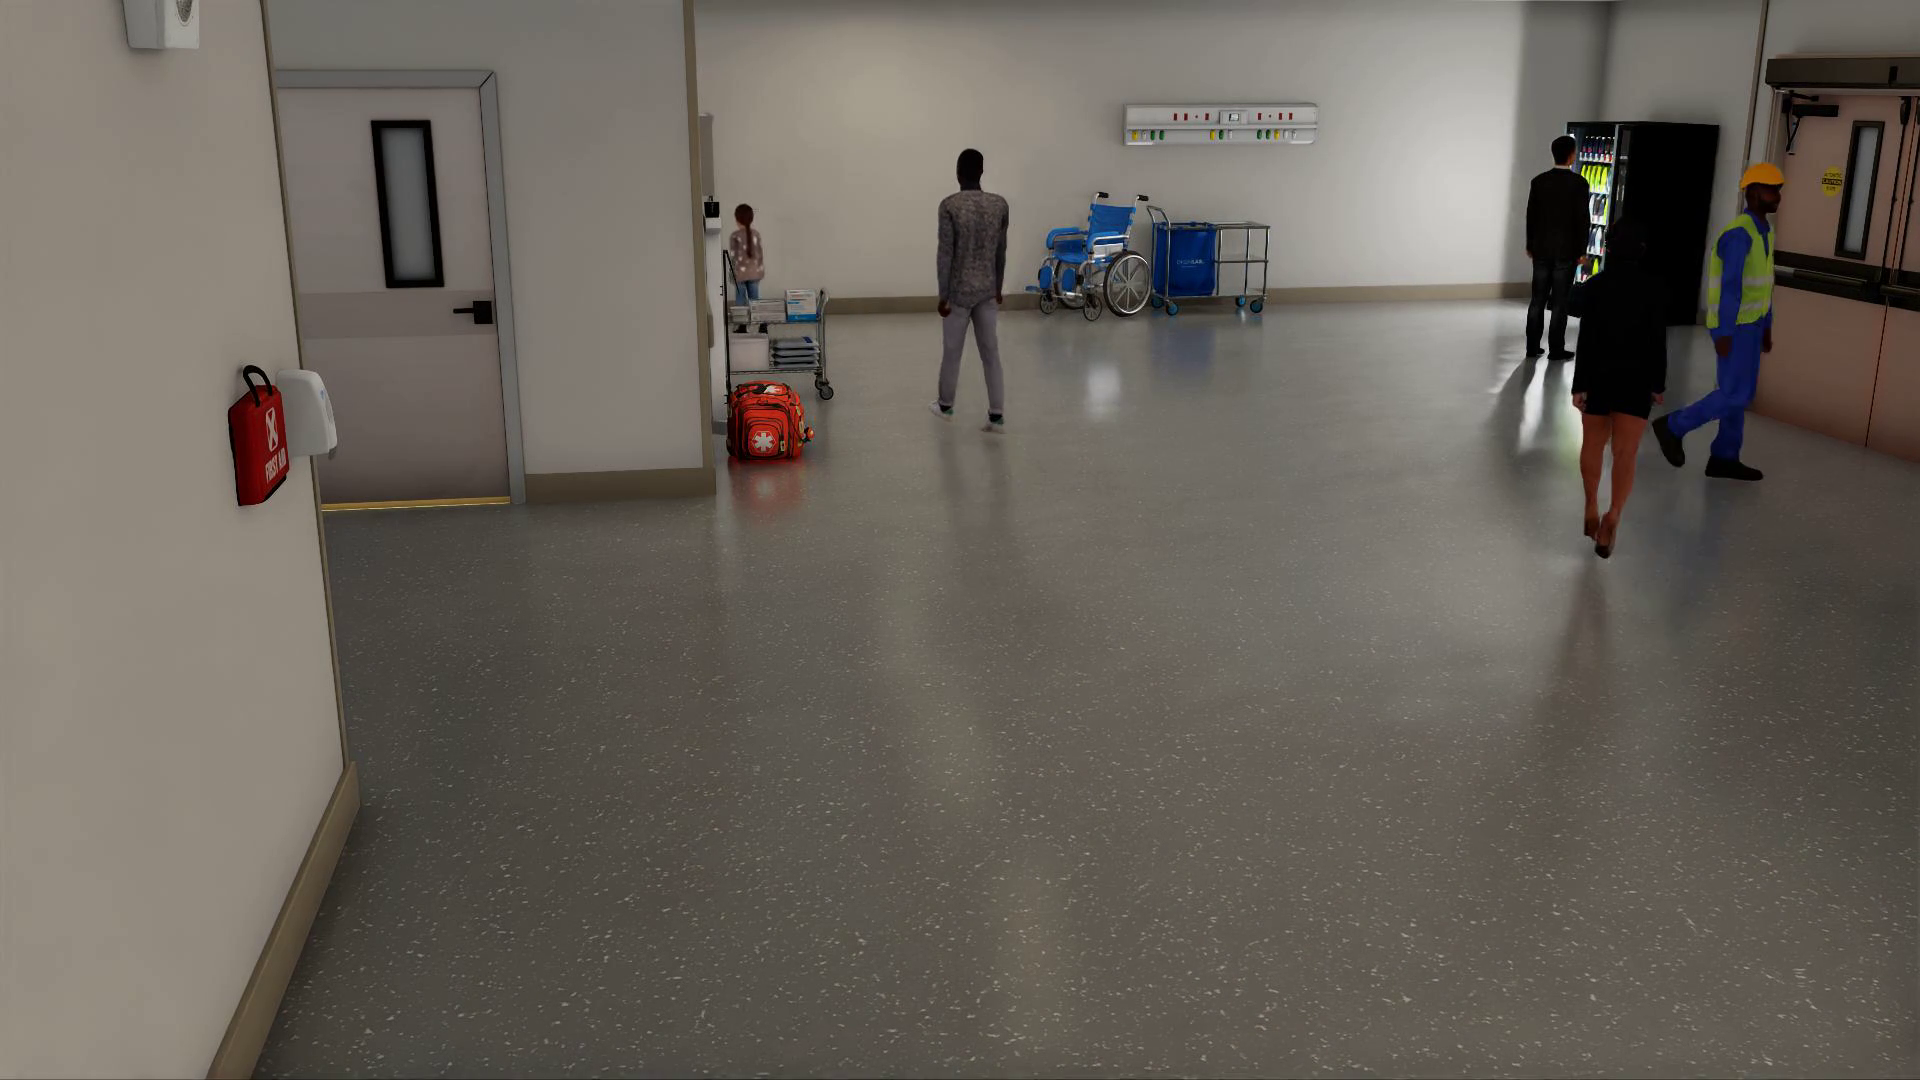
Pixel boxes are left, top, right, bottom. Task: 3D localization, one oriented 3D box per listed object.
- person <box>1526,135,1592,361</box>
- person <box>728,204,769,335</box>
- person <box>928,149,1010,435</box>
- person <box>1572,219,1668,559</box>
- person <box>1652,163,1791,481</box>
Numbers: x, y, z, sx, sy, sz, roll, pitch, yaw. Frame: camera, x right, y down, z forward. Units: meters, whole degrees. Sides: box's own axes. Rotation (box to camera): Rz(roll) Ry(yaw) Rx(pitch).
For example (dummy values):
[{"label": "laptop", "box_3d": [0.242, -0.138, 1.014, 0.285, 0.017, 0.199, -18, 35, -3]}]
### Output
[{"label": "person", "box_3d": [4.894, -2.401, 13.664, 0.817, 1.805, 0.693, -14, 21, -42]}, {"label": "person", "box_3d": [-1.855, -2.333, 14.567, 0.641, 1.185, 0.803, -10, 18, -31]}, {"label": "person", "box_3d": [0.116, -1.535, 10.622, 0.939, 1.790, 1.266, -8, 17, -25]}, {"label": "person", "box_3d": [3.131, -0.677, 7.919, 0.939, 1.606, 1.089, 7, 17, 25]}, {"label": "person", "box_3d": [4.395, -1.240, 9.559, 0.992, 1.800, 0.914, 14, 21, 41]}]
